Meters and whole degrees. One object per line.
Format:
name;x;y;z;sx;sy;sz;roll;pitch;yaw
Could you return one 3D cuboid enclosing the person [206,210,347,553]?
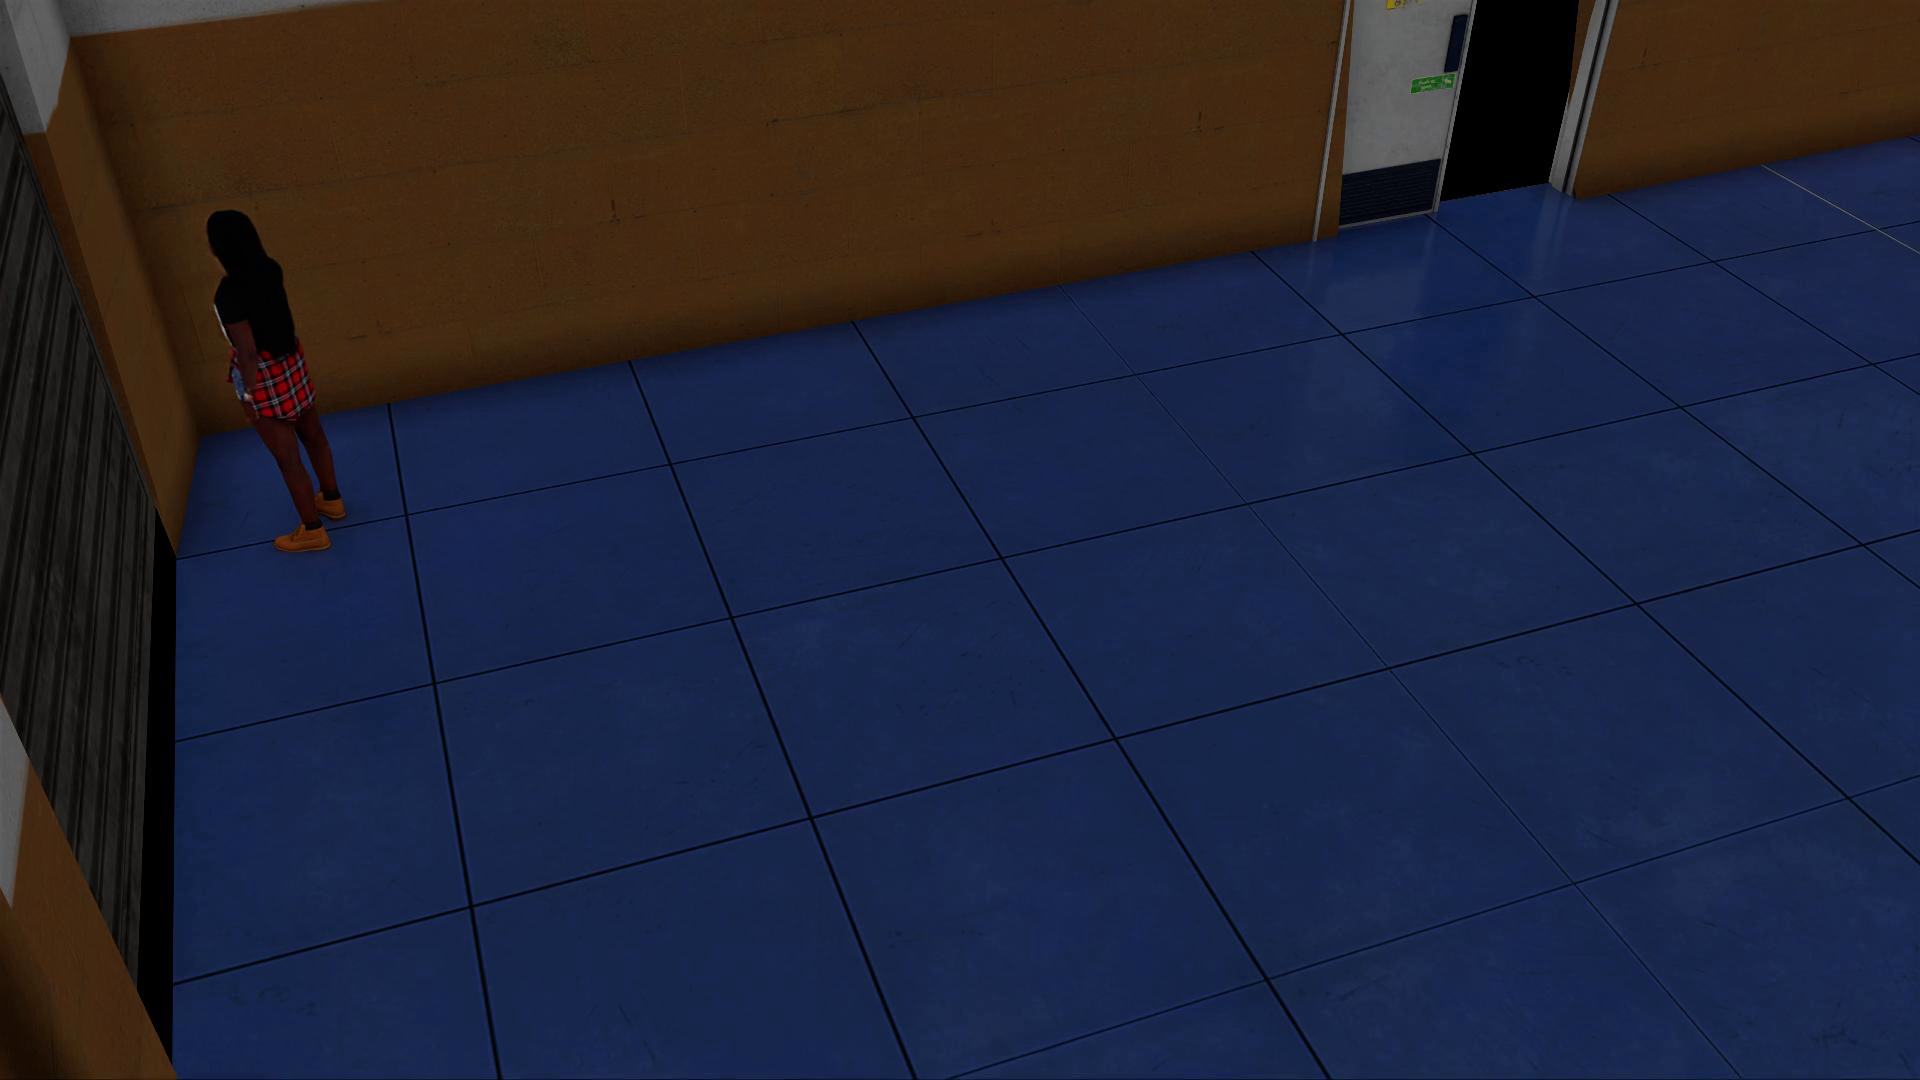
person;-3.160;-0.730;7.681;0.765;1.729;0.671;4;37;5
